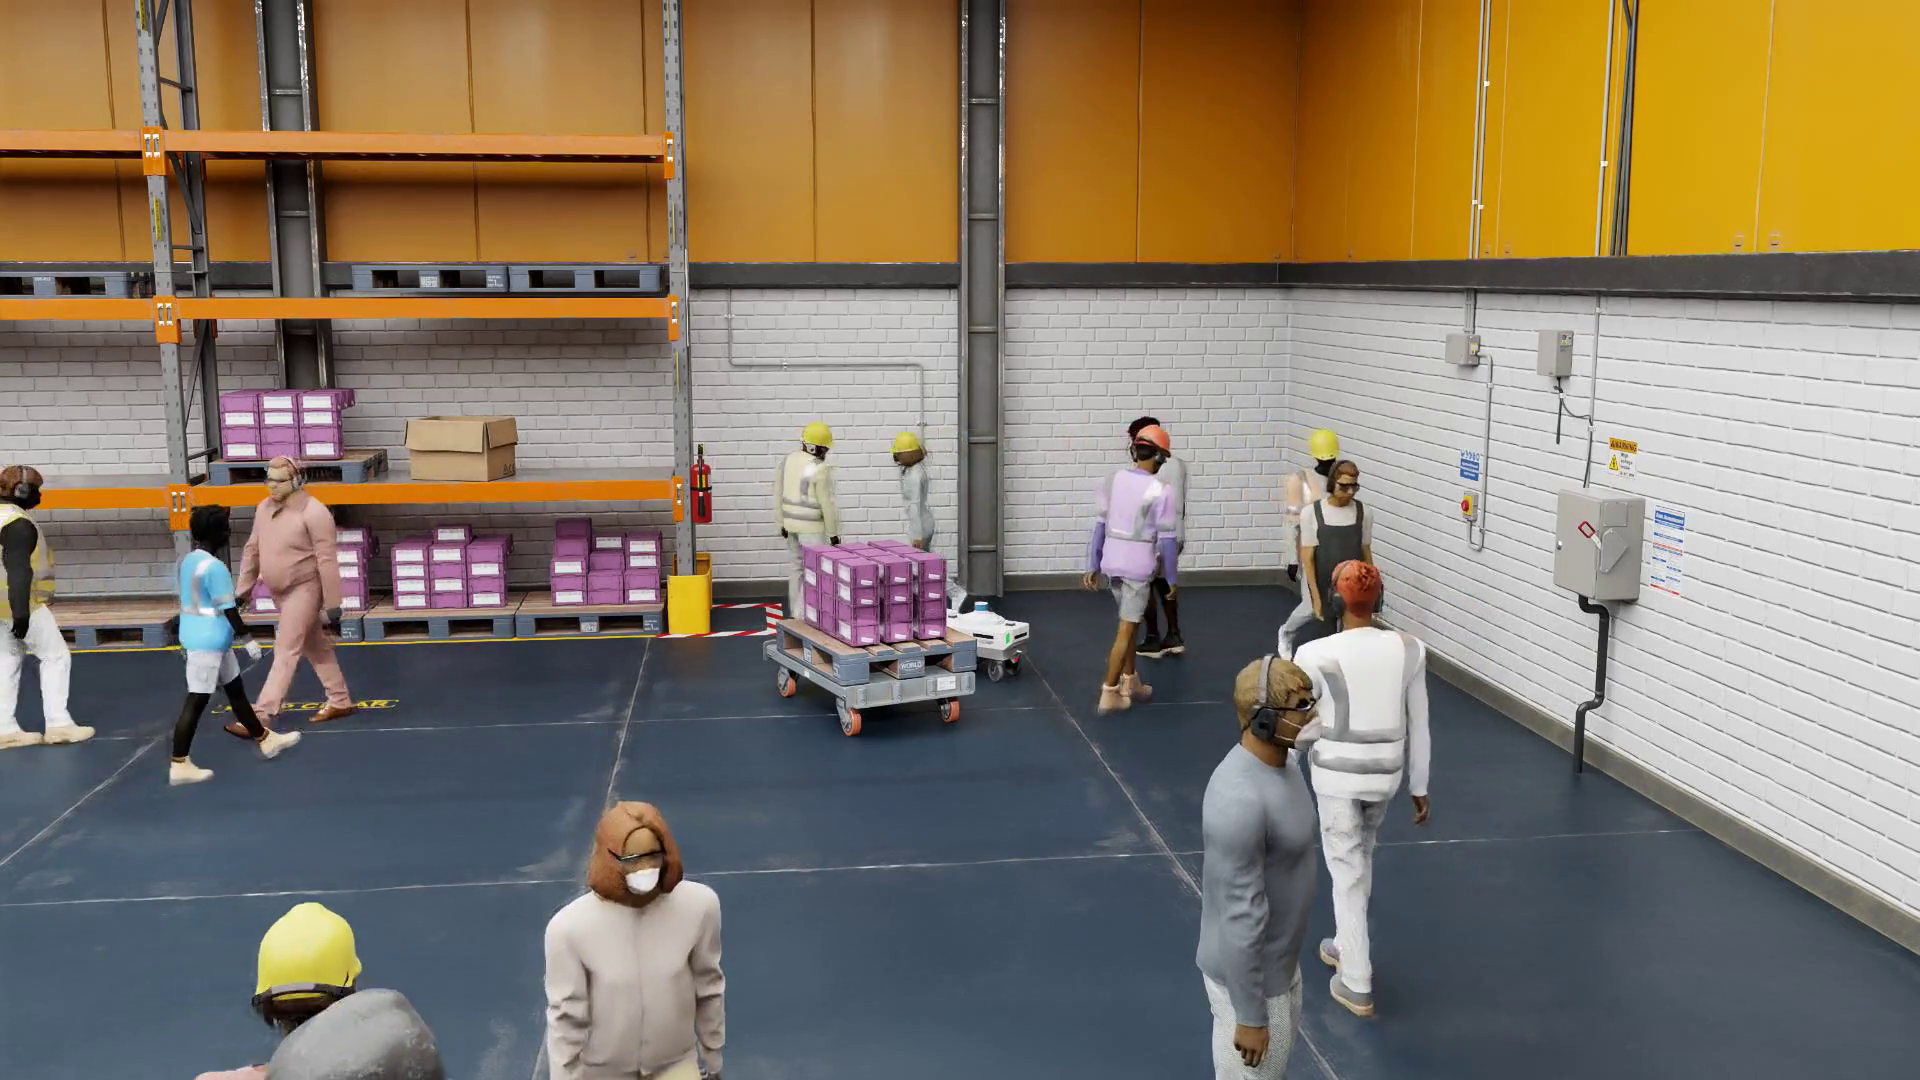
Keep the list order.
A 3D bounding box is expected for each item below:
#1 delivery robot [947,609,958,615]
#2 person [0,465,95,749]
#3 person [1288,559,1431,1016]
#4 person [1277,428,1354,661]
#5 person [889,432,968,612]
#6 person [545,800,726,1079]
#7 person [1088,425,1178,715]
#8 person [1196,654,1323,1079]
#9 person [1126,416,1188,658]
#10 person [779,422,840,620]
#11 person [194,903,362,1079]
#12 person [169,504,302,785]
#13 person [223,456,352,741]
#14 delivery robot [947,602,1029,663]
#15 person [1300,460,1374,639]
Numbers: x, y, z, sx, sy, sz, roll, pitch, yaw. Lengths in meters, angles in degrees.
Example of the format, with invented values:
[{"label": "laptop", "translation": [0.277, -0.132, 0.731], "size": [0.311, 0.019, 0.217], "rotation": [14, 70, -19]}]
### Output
[{"label": "delivery robot", "translation": [-0.356, 0.626, 13.043], "size": [0.707, 0.478, 0.477], "rotation": [8, 12, 42]}, {"label": "person", "translation": [-5.949, 0.423, 10.688], "size": [0.709, 1.811, 0.660], "rotation": [-9, 13, -43]}, {"label": "person", "translation": [1.594, 0.991, 6.978], "size": [0.613, 1.859, 0.745], "rotation": [-2, 9, -14]}, {"label": "person", "translation": [2.680, 0.093, 12.482], "size": [0.597, 1.902, 0.591], "rotation": [-3, 10, -18]}, {"label": "person", "translation": [-0.279, -0.097, 14.300], "size": [0.689, 1.699, 0.549], "rotation": [-1, 9, -9]}, {"label": "person", "translation": [-0.874, 1.498, 4.569], "size": [0.512, 1.612, 0.503], "rotation": [-4, 10, -21]}, {"label": "person", "translation": [1.247, 0.203, 11.504], "size": [0.782, 1.988, 0.638], "rotation": [-8, 12, -42]}, {"label": "person", "translation": [0.890, 1.287, 4.906], "size": [0.372, 1.940, 0.632], "rotation": [3, 10, 18]}, {"label": "person", "translation": [1.532, -0.011, 13.045], "size": [0.653, 1.932, 0.423], "rotation": [-8, 12, -40]}, {"label": "person", "translation": [-1.313, -0.113, 14.137], "size": [0.424, 1.797, 0.655], "rotation": [-8, 12, -41]}, {"label": "person", "translation": [-1.352, 1.621, 3.493], "size": [0.526, 1.727, 0.896], "rotation": [-2, 9, -12]}, {"label": "person", "translation": [-4.400, 0.609, 10.018], "size": [0.876, 1.654, 0.556], "rotation": [-6, 11, -35]}, {"label": "person", "translation": [-4.434, 0.371, 10.898], "size": [0.655, 1.845, 1.030], "rotation": [7, 11, 37]}, {"label": "delivery robot", "translation": [0.160, 0.709, 12.526], "size": [0.707, 0.478, 0.477], "rotation": [6, 11, 33]}, {"label": "person", "translation": [2.502, 0.366, 11.046], "size": [0.508, 1.806, 0.657], "rotation": [1, 9, 5]}]
